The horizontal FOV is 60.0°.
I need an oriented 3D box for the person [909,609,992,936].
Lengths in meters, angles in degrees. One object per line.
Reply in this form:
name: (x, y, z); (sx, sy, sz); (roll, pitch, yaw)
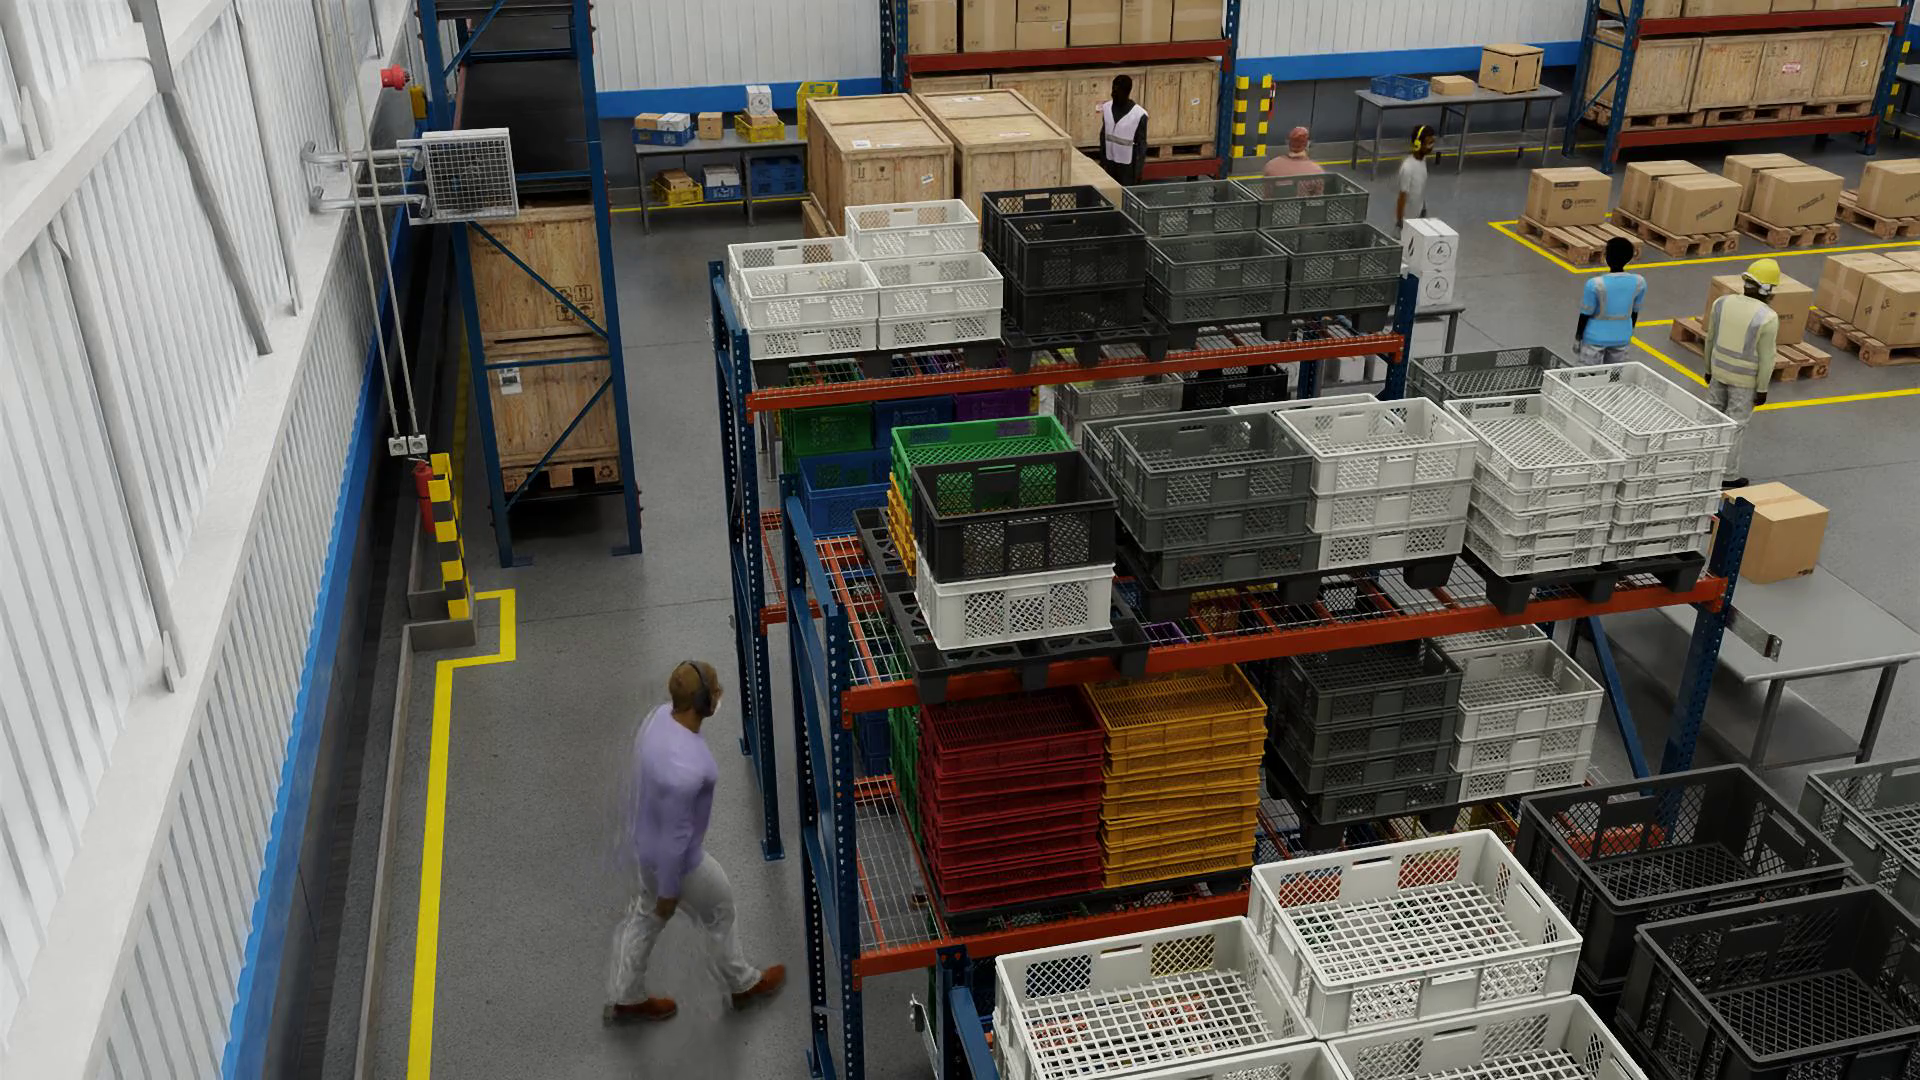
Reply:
person: (-0.080, 1.101, 8.212); (0.362, 1.883, 0.575); (-13, 30, -23)

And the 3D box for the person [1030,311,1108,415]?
person: (0.813, -1.219, 12.657); (0.619, 1.845, 0.430); (5, 28, 10)

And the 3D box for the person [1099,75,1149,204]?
person: (1.754, -4.076, 18.001); (0.588, 1.915, 0.398); (24, 36, 38)

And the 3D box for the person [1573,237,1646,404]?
person: (5.287, -1.652, 13.640); (0.535, 1.694, 0.319); (-4, 28, -7)

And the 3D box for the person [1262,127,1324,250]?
person: (3.192, -3.010, 15.998); (0.657, 1.900, 0.397); (21, 34, 34)

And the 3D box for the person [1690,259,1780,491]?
person: (5.977, -1.269, 12.774); (0.403, 1.822, 0.588); (-13, 31, -23)

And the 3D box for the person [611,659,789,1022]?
person: (-1.227, 1.401, 7.630); (0.954, 1.884, 0.645); (-11, 30, -20)
